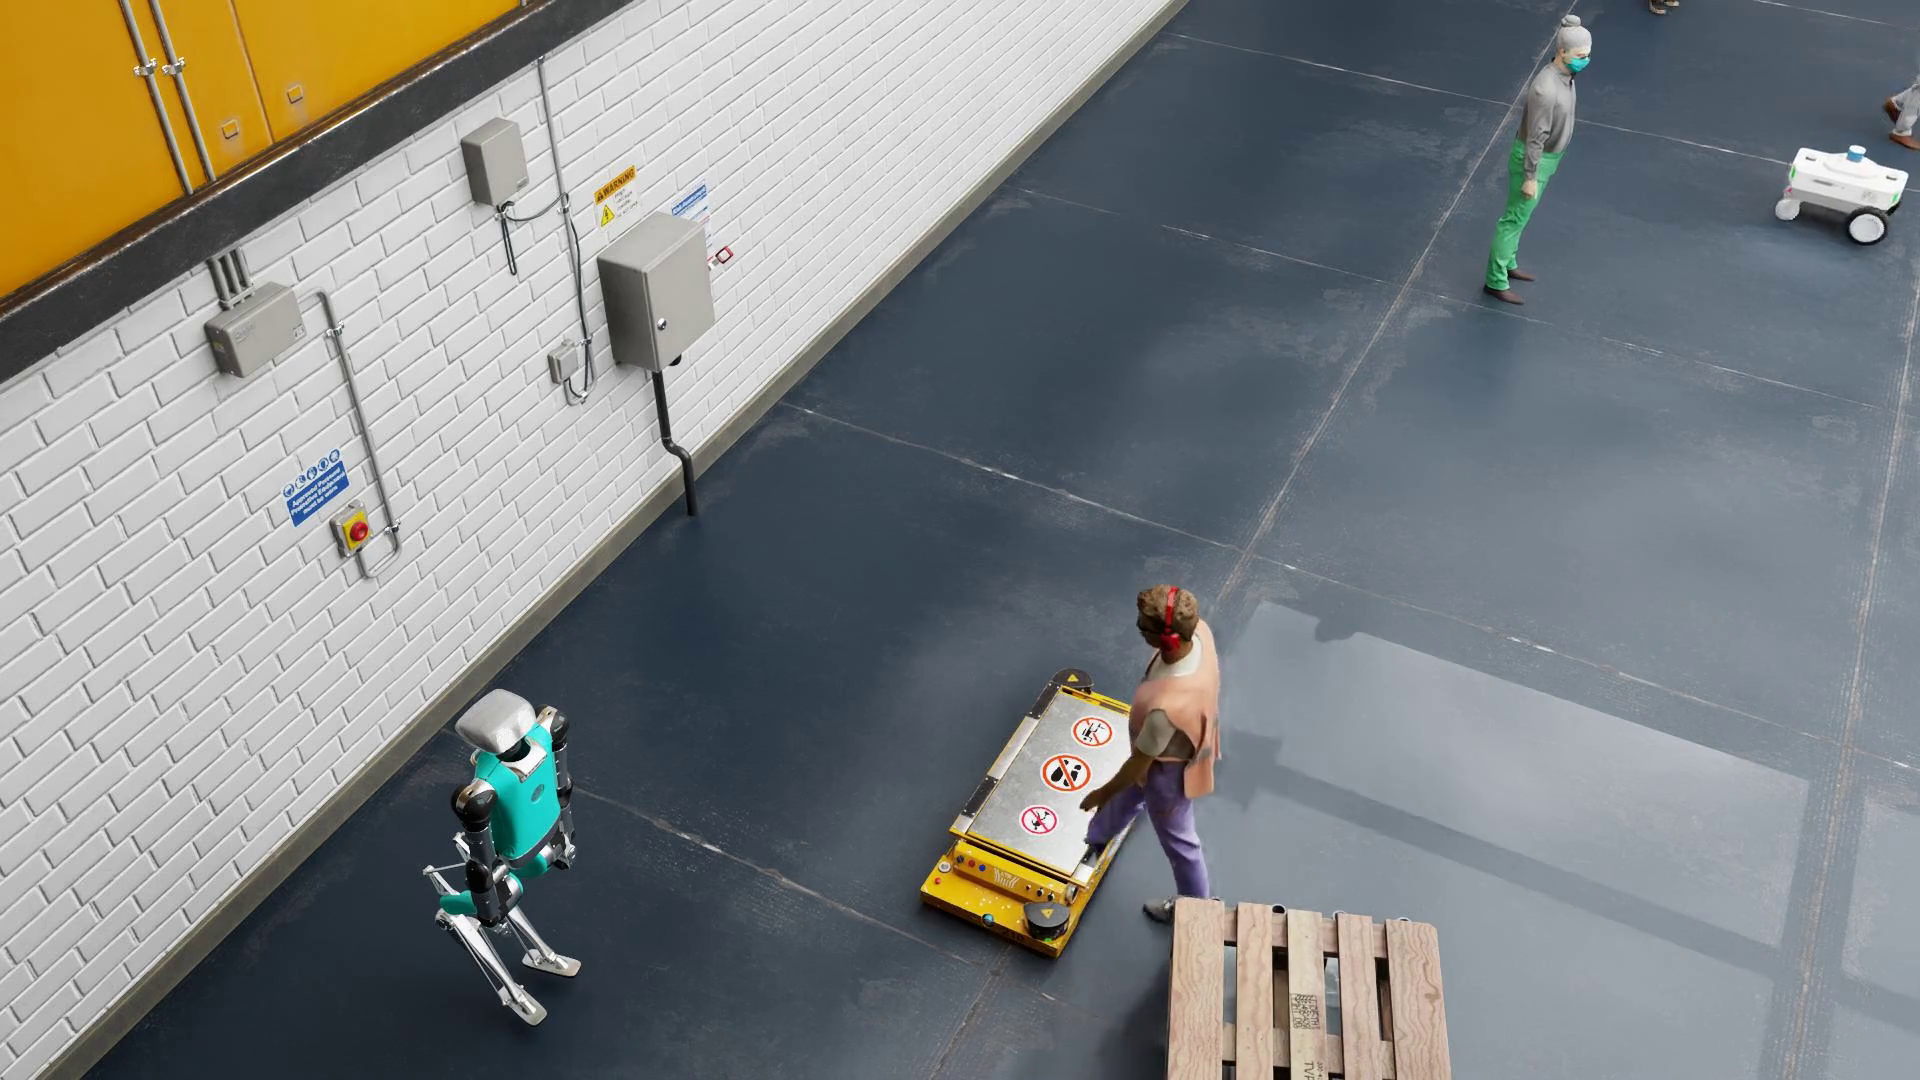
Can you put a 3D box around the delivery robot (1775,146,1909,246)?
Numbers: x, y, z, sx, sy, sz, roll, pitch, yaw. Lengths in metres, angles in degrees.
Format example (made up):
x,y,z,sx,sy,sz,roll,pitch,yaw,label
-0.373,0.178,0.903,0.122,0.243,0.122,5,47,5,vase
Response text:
x,y,z,sx,sy,sz,roll,pitch,yaw,label
6.065,-2.413,11.410,0.788,0.587,0.499,22,45,23,delivery robot

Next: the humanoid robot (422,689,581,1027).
x,y,z,sx,sy,sz,roll,pitch,yaw,label
-1.786,1.151,6.277,0.735,1.677,0.533,19,44,21,humanoid robot

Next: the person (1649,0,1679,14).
x,y,z,sx,sy,sz,roll,pitch,yaw,label
6.129,-5.334,13.739,0.621,1.946,0.645,-6,41,-7,person

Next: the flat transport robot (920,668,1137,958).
x,y,z,sx,sy,sz,roll,pitch,yaw,label
0.447,1.178,7.472,0.659,0.231,1.431,19,44,21,flat transport robot

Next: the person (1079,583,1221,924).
x,y,z,sx,sy,sz,roll,pitch,yaw,label
0.705,0.875,6.645,0.858,1.809,0.569,10,42,11,person

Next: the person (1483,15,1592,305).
x,y,z,sx,sy,sz,roll,pitch,yaw,label
3.613,-2.380,10.386,0.348,1.853,0.513,21,45,22,person

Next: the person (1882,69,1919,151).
x,y,z,sx,sy,sz,roll,pitch,yaw,label
7.107,-3.601,11.966,0.380,1.642,0.467,30,49,30,person
